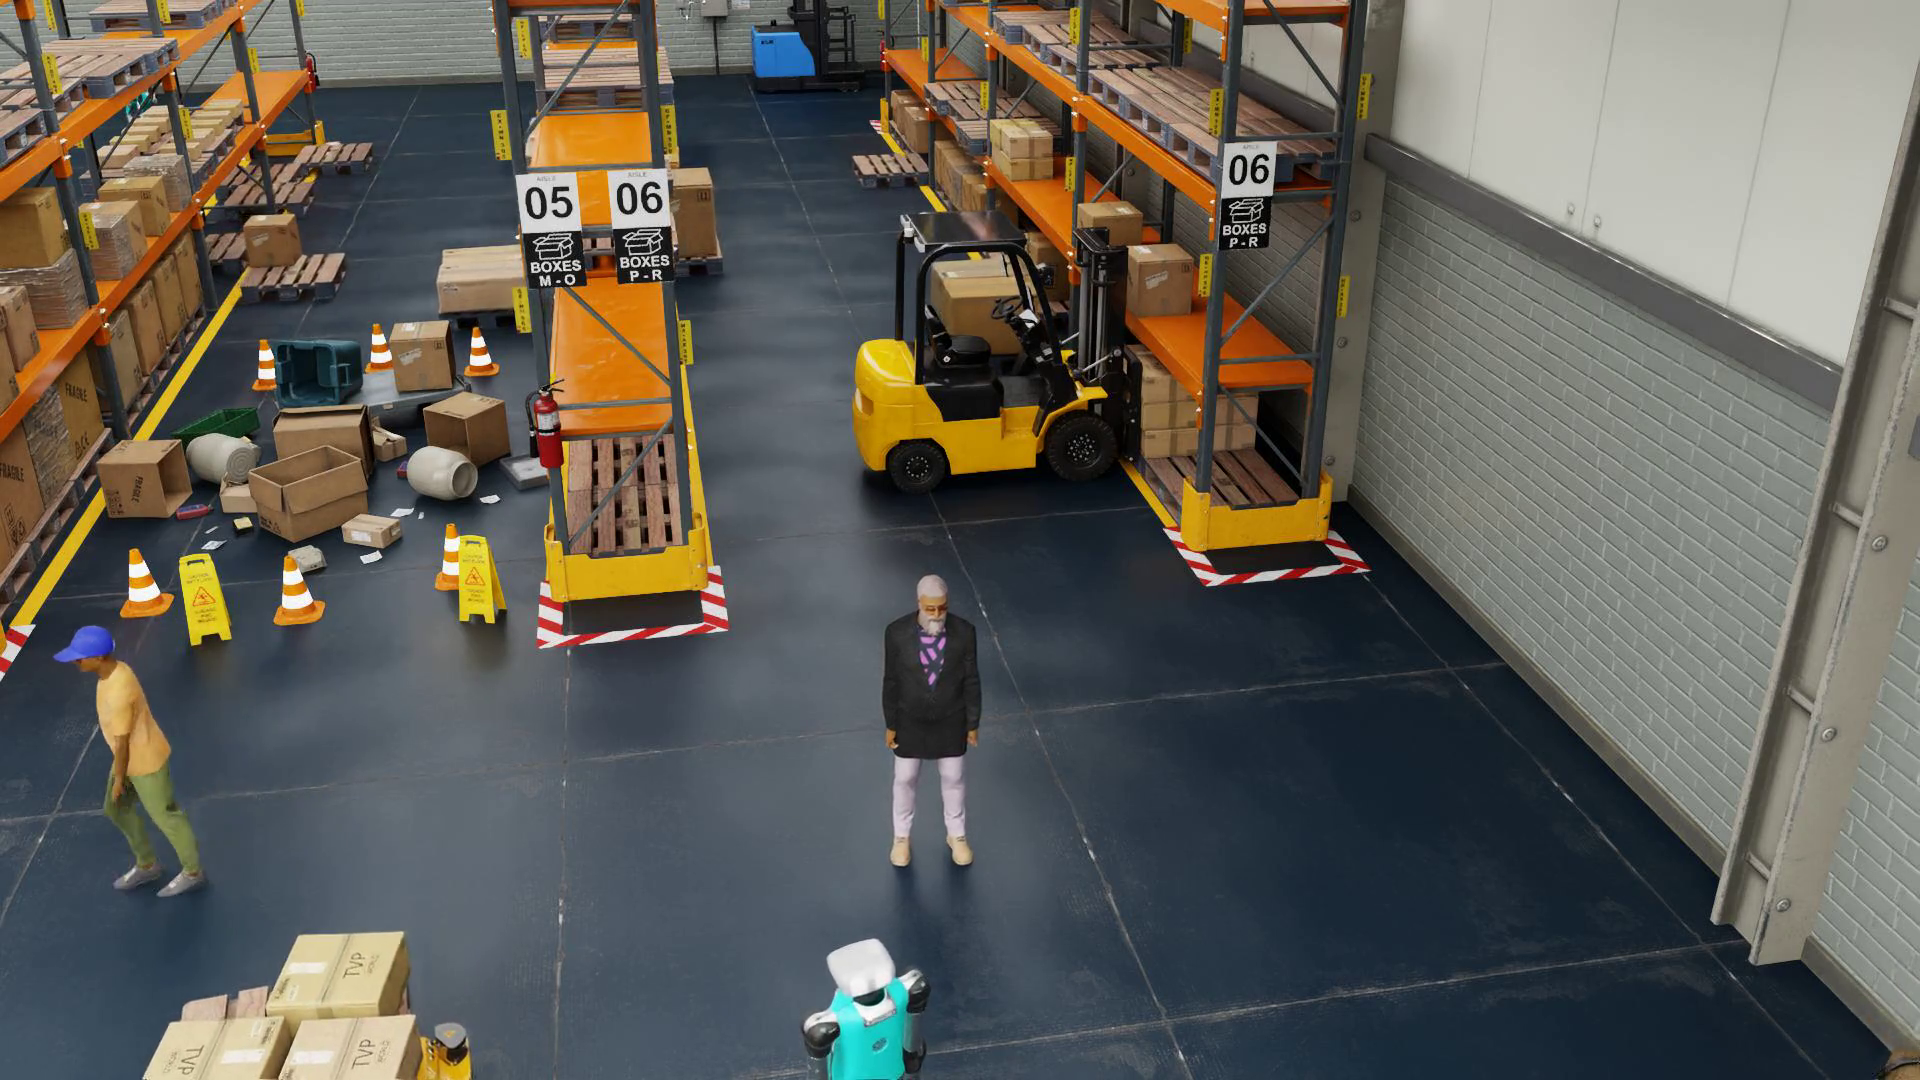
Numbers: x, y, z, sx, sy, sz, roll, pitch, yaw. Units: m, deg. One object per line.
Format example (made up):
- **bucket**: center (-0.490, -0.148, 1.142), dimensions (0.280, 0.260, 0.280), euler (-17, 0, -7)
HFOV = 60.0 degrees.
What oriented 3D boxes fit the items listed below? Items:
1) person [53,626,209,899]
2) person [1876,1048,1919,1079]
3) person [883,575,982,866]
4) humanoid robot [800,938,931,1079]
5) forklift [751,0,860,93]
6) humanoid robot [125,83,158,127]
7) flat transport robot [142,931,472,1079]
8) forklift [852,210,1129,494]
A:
- **person**: center (-4.481, 1.223, 8.927), dimensions (0.600, 1.696, 0.455), euler (-17, 30, -31)
- **person**: center (3.226, 2.538, 5.967), dimensions (0.637, 1.895, 0.813), euler (1, 26, 1)
- **person**: center (-0.152, 0.999, 9.240), dimensions (0.551, 1.845, 0.413), euler (-1, 26, -2)
- **humanoid robot**: center (-0.479, 2.224, 6.714), dimensions (0.535, 1.717, 0.725), euler (-16, 30, -30)
- **forklift**: center (-2.872, -9.679, 30.288), dimensions (1.873, 2.768, 1.129), euler (-5, 26, -10)
- **humanoid robot**: center (-12.787, -6.966, 25.785), dimensions (0.533, 1.677, 0.735), euler (-23, 34, -40)
- **flat transport robot**: center (-2.984, 2.638, 7.635), dimensions (1.431, 0.231, 0.659), euler (-8, 27, -16)
- **forklift**: center (0.216, -1.659, 14.366), dimensions (2.313, 2.155, 1.214), euler (-5, 26, -10)
